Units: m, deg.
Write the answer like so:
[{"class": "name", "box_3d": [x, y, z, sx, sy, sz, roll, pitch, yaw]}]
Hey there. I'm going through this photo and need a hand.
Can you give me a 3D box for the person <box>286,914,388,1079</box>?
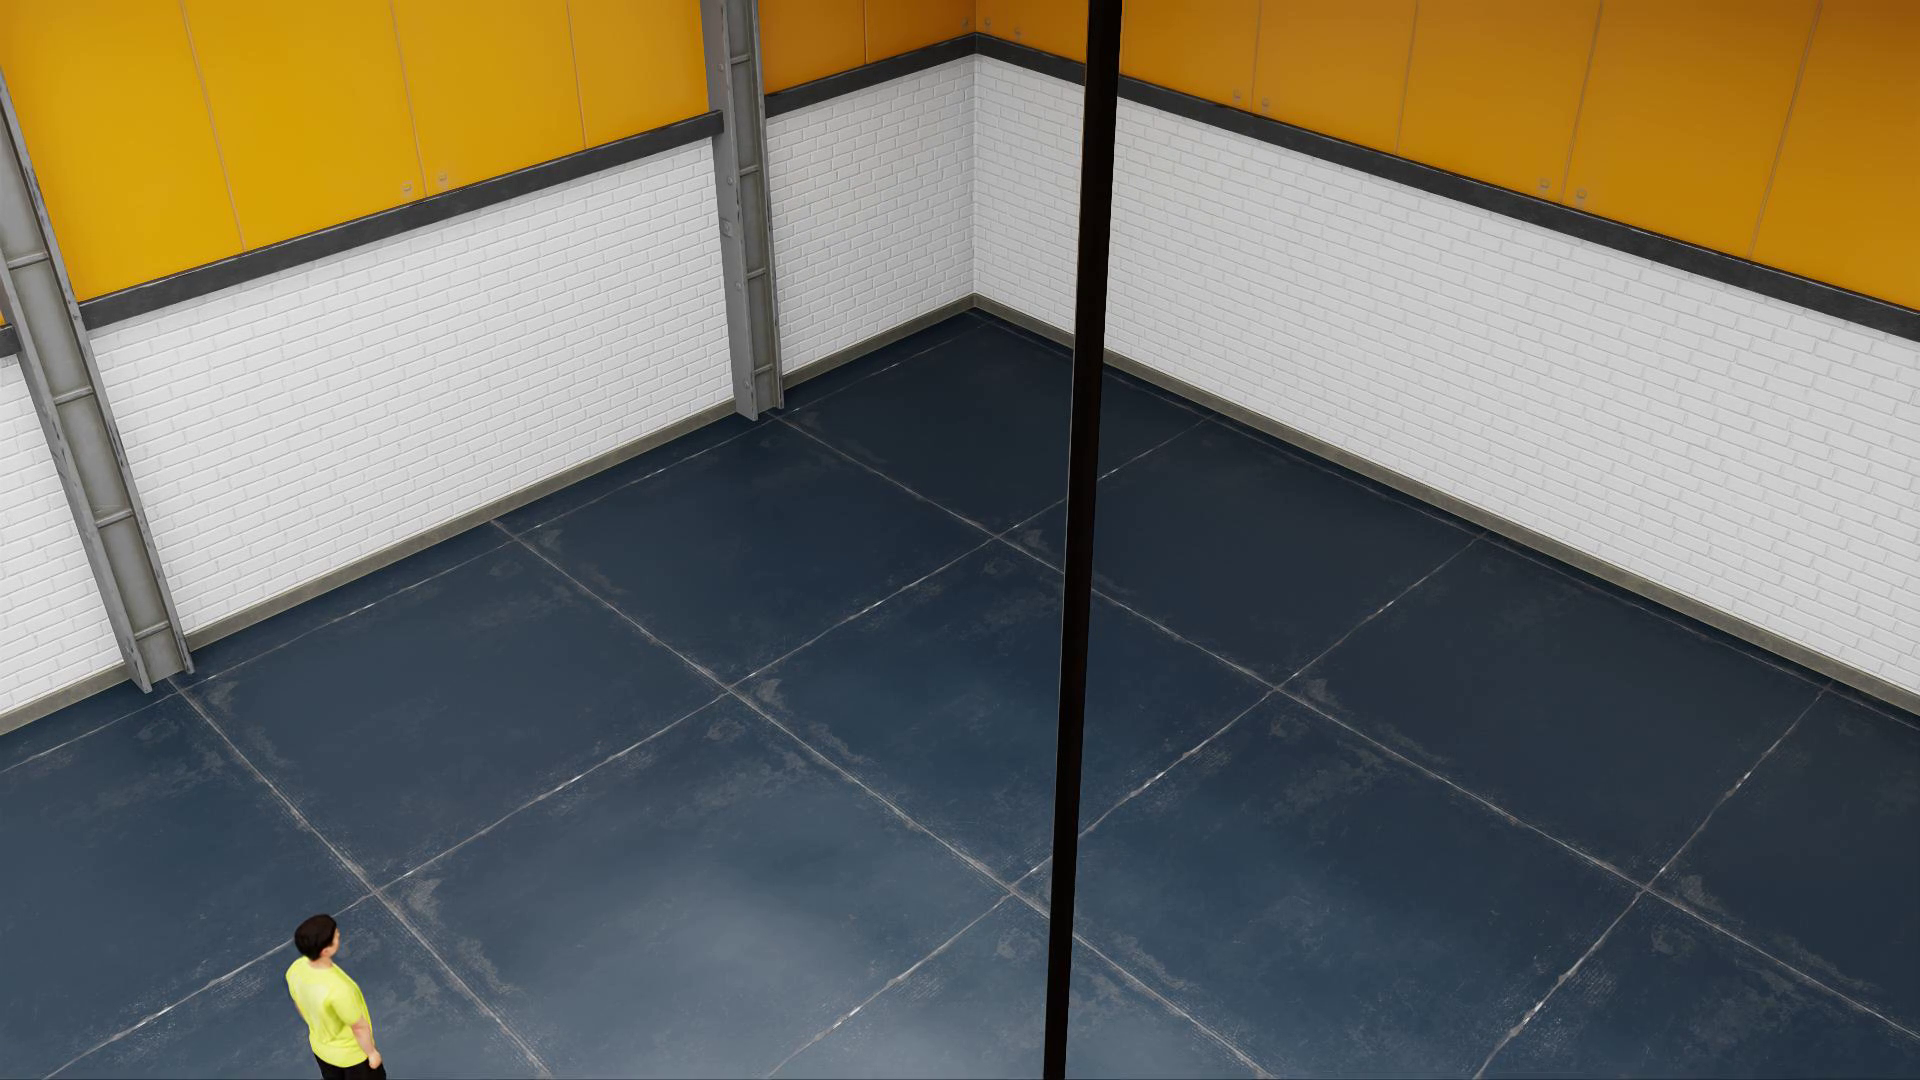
[{"class": "person", "box_3d": [-3.340, 2.689, 8.970, 0.674, 1.708, 0.609, 17, 37, 24]}]
